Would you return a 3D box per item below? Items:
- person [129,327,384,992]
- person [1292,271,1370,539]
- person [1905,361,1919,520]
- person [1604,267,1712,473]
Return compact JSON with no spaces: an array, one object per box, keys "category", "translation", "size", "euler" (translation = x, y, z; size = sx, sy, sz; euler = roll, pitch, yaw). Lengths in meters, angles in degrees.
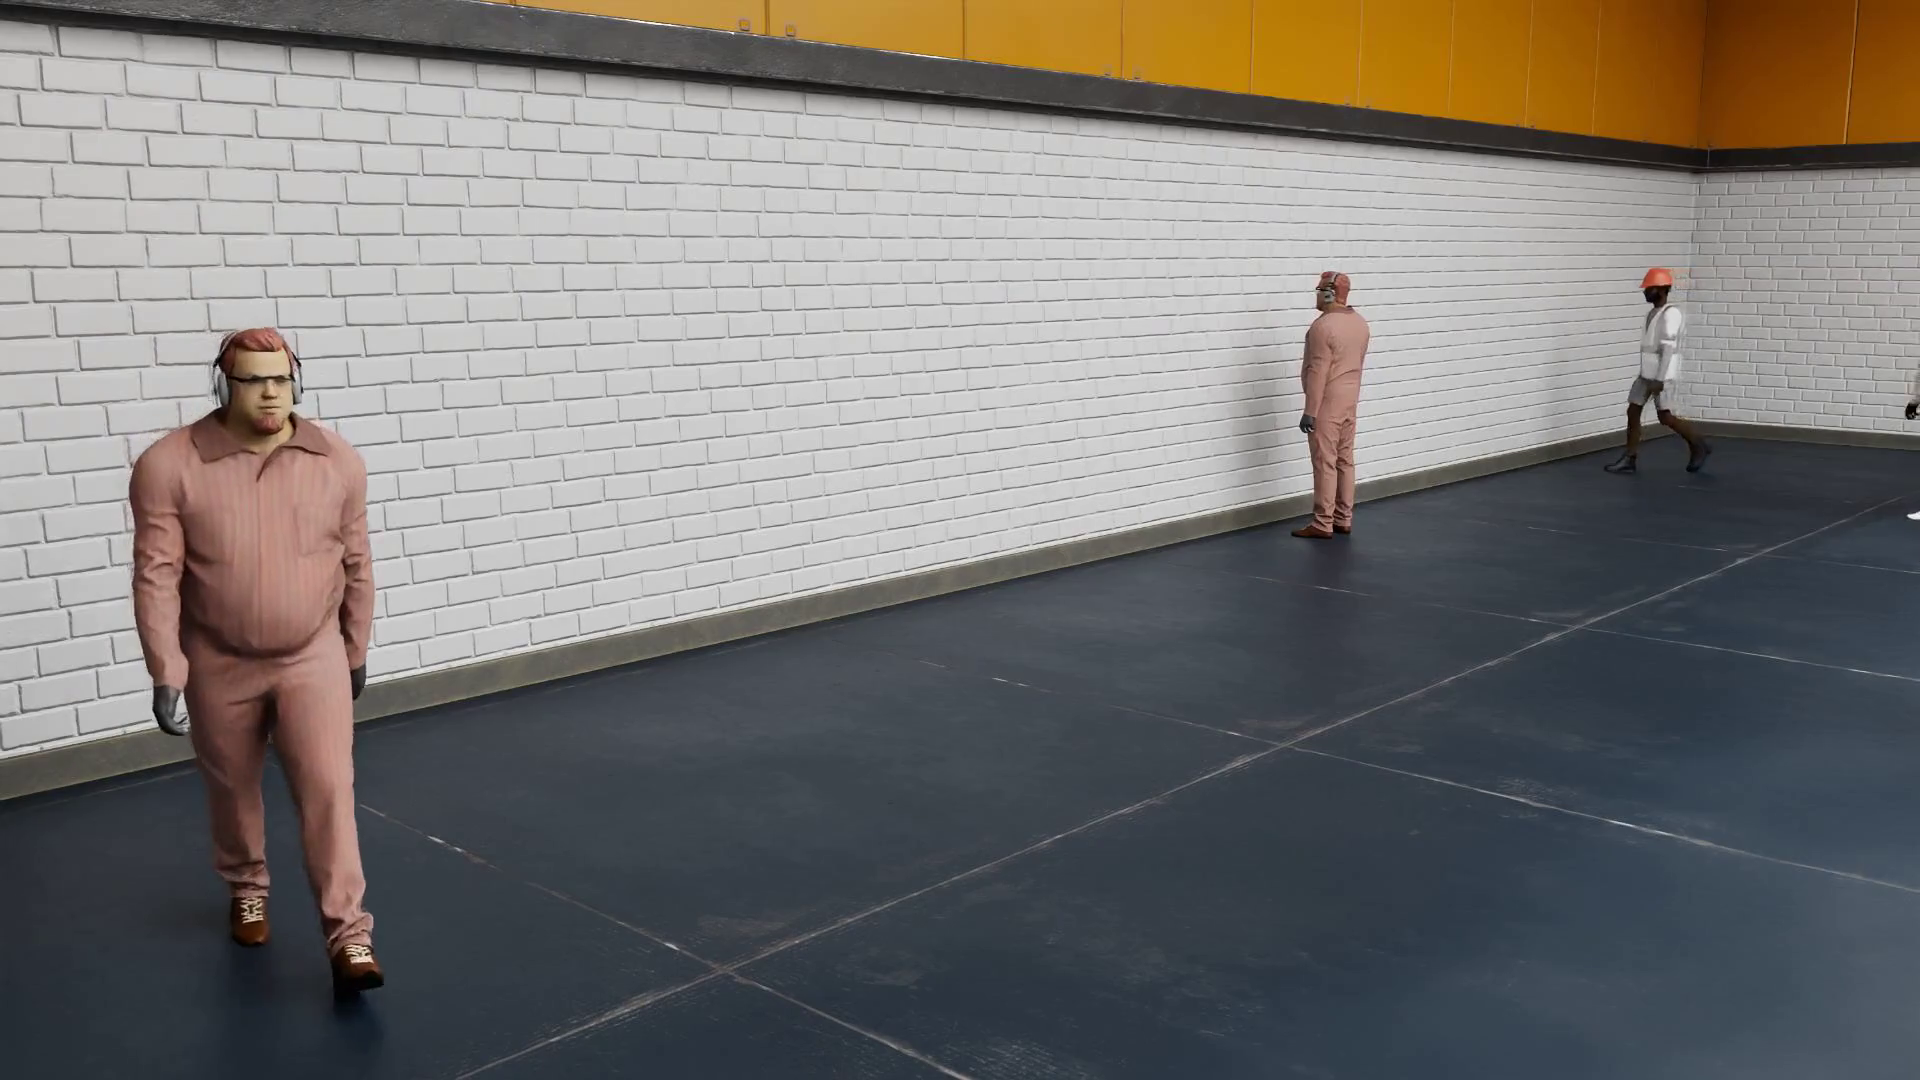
[{"category":"person","translation":[-1.955,0.338,4.691],"size":[0.649,1.852,1.014],"euler":[-6,11,-29]},{"category":"person","translation":[2.641,-0.960,11.941],"size":[0.401,1.908,0.651],"euler":[9,13,42]},{"category":"person","translation":[7.480,-1.068,12.563],"size":[0.435,1.903,0.625],"euler":[-1,10,-4]},{"category":"person","translation":[6.467,-1.545,15.274],"size":[0.881,1.908,0.546],"euler":[-1,10,-5]}]
